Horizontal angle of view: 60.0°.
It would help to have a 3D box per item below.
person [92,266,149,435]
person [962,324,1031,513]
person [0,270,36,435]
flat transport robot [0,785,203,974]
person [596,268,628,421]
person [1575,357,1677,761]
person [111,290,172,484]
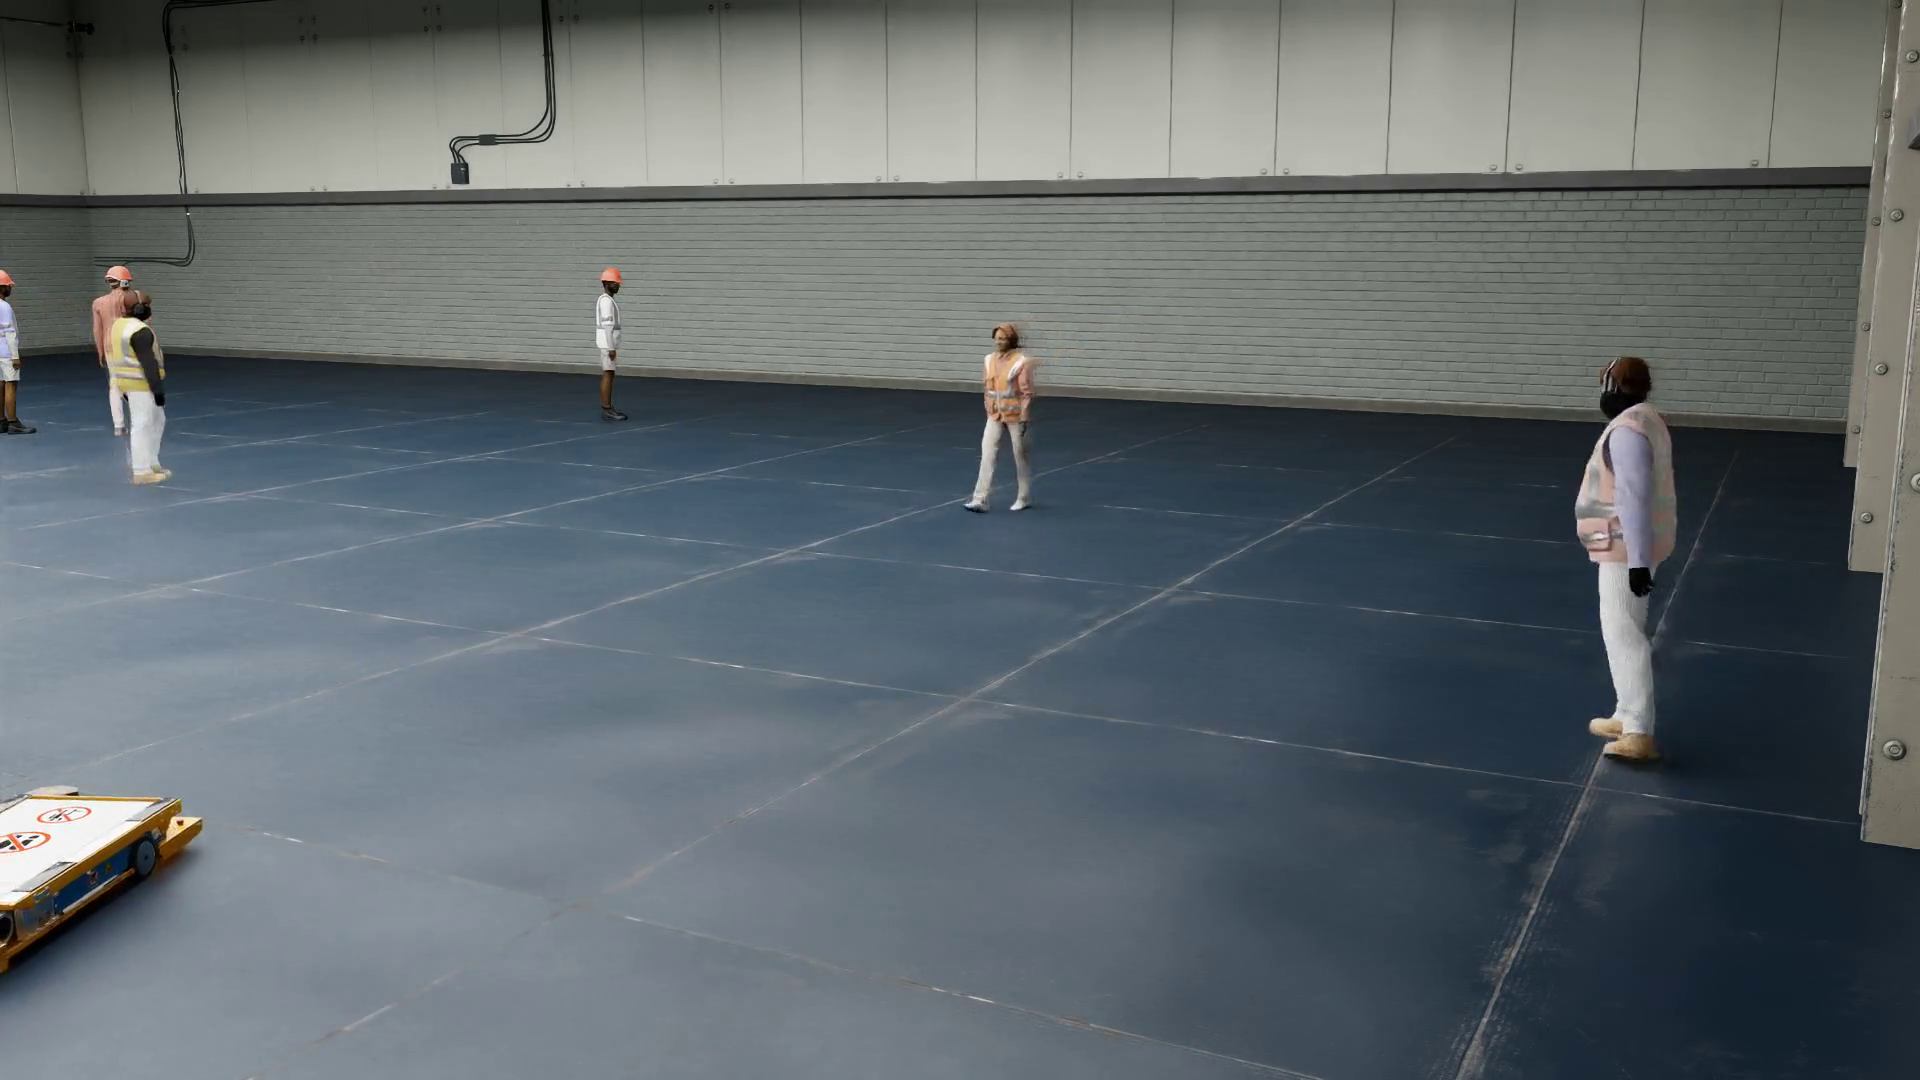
[{"bbox_3d":[-9.861,-2.228,19.631,0.612,1.990,0.392,-1,10,-5],"label":"person"},{"bbox_3d":[0.351,-1.008,14.001,0.534,1.597,0.834,8,13,37],"label":"person"},{"bbox_3d":[-11.300,-2.218,19.706,0.547,1.942,0.350,8,13,36],"label":"person"},{"bbox_3d":[-3.318,1.172,5.785,0.652,0.197,1.431,1,10,4],"label":"flat transport robot"},{"bbox_3d":[-4.452,-2.493,21.235,0.376,1.934,0.546,-3,11,-14],"label":"person"},{"bbox_3d":[3.044,0.076,7.602,0.471,1.802,0.750,5,12,25],"label":"person"},{"bbox_3d":[-7.715,-1.452,15.838,0.579,1.828,0.654,-9,14,-42],"label":"person"}]
